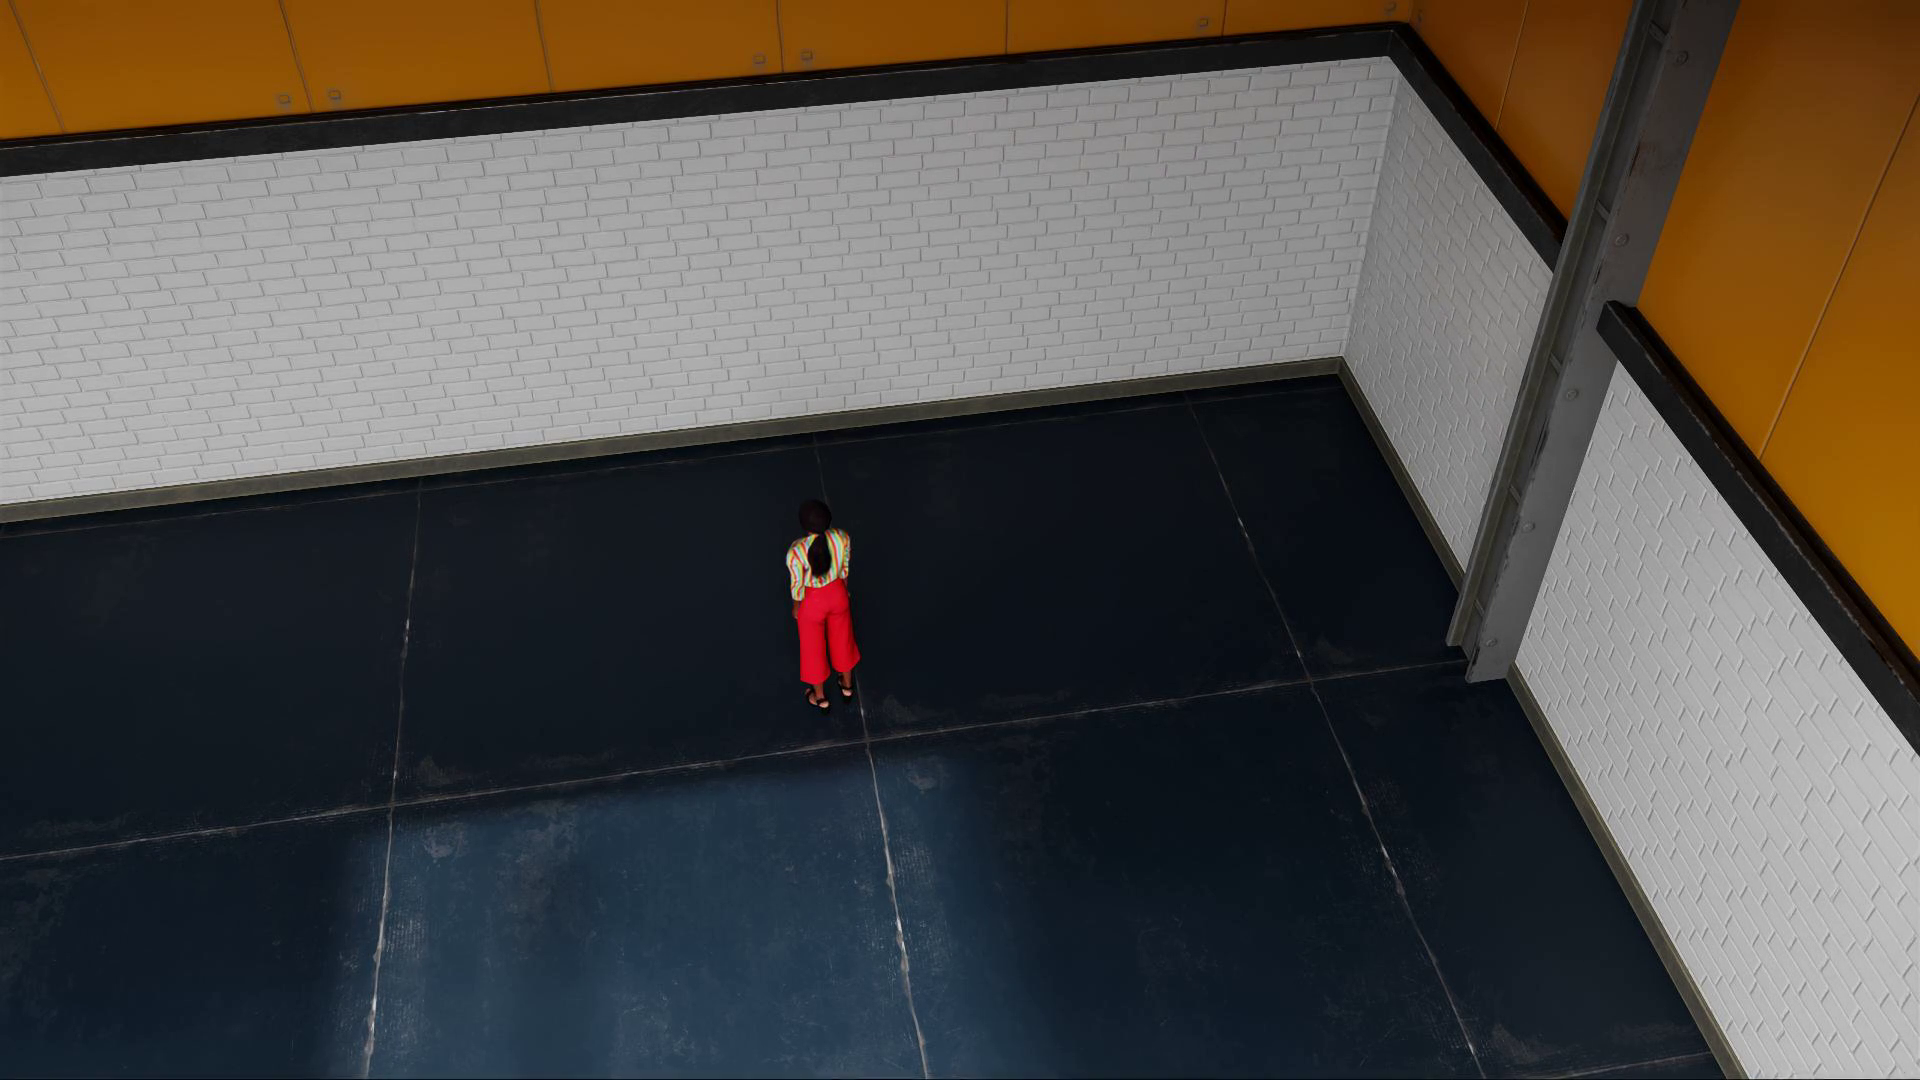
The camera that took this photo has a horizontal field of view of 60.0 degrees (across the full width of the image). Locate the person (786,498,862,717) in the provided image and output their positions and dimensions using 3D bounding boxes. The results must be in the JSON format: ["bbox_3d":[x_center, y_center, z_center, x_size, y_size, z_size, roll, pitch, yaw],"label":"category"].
[{"bbox_3d":[-0.859,0.414,10.417,0.661,1.790,0.644,-22,48,-22],"label":"person"}]
